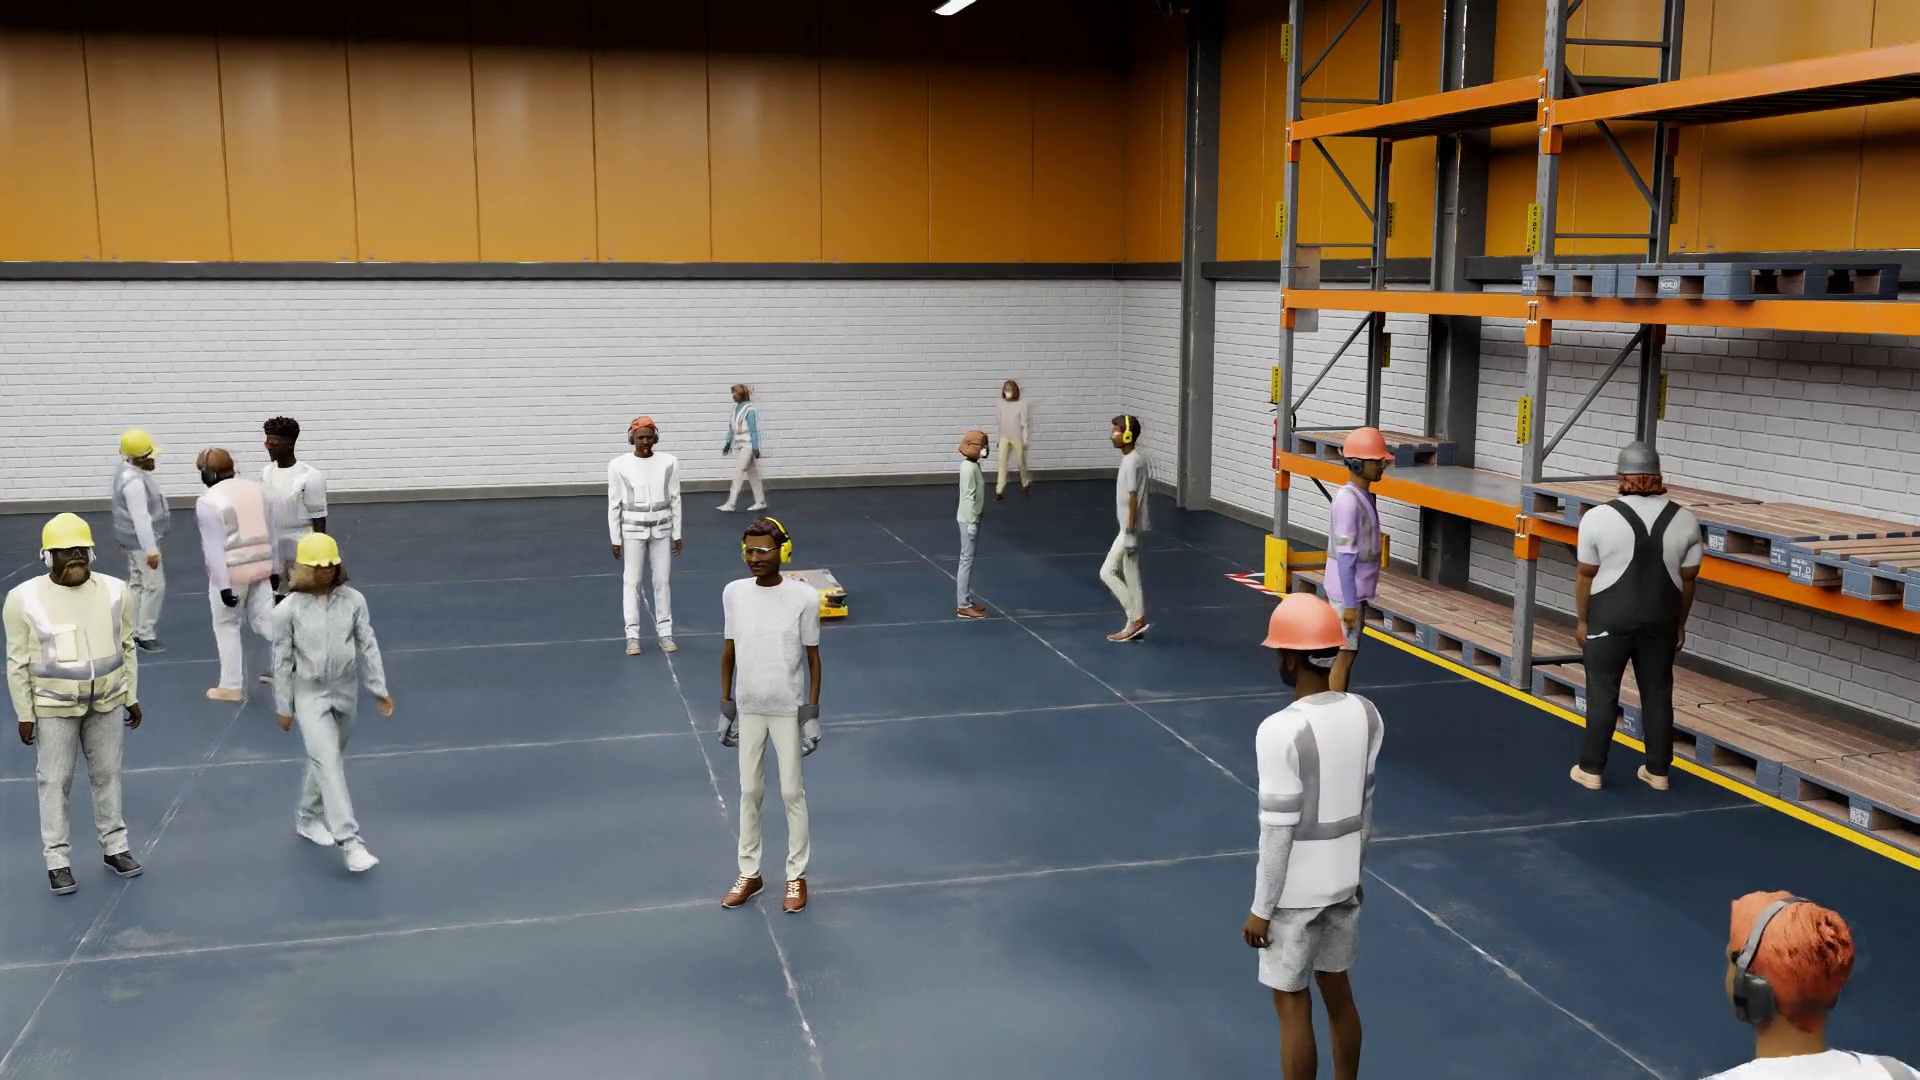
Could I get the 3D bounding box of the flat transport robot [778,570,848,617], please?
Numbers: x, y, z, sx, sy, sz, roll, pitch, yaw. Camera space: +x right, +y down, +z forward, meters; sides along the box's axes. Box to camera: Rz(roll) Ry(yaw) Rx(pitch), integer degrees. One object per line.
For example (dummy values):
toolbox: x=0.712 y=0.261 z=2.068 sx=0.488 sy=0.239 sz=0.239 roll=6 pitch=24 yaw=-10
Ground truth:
flat transport robot: x=-1.432 y=0.466 z=14.921 sx=0.652 sy=0.197 sz=1.431 roll=-2 pitch=9 yaw=-12

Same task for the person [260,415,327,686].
person: x=-4.855 y=0.077 z=12.072 sx=0.603 sy=1.967 sz=0.366 roll=4 pitch=10 yaw=26

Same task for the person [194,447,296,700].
person: x=-4.899 y=0.254 z=11.520 sx=0.792 sy=1.803 sz=0.647 roll=3 pitch=10 yaw=20

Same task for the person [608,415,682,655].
person: x=-2.471 y=-0.039 z=13.069 sx=0.569 sy=1.882 sz=0.338 roll=-4 pitch=10 yaw=-25

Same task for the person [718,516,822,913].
person: x=-0.895 y=0.816 z=7.796 sx=0.514 sy=1.861 sz=0.328 roll=2 pitch=9 yaw=12

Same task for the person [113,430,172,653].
person: x=-6.456 y=0.003 z=13.157 sx=0.404 sy=1.778 sz=0.739 roll=-5 pitch=11 yaw=-30

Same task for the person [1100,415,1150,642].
person: x=1.328 y=-0.081 z=13.395 sx=0.400 sy=1.855 sz=0.561 roll=2 pitch=9 yaw=11

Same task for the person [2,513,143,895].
person: x=-4.287 y=0.779 z=8.093 sx=0.404 sy=1.837 sz=0.590 roll=8 pitch=12 yaw=41

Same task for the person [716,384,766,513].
person: x=-2.768 y=-1.134 z=20.770 sx=0.817 sy=1.602 sz=0.515 roll=-5 pitch=10 yaw=-27

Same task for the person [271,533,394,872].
person: x=-3.190 y=0.794 z=8.429 sx=0.911 sy=1.691 sz=0.504 roll=8 pitch=12 yaw=39

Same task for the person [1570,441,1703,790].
person: x=3.887 y=0.426 z=9.661 sx=0.683 sy=2.000 sz=0.536 roll=0 pitch=9 yaw=3

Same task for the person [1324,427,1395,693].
person: x=2.465 y=0.318 z=10.325 sx=0.391 sy=2.045 sz=0.608 roll=3 pitch=10 yaw=21

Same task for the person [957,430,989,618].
person: x=0.113 y=-0.146 z=14.503 sx=0.282 sy=1.631 sz=0.504 roll=1 pitch=9 yaw=4

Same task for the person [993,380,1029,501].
person: x=0.714 y=-1.341 z=22.112 sx=0.505 sy=1.588 sz=0.857 roll=4 pitch=10 yaw=23

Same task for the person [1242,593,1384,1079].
person: x=1.145 y=1.134 z=5.575 sx=0.552 sy=1.932 sz=0.377 roll=-7 pitch=12 yaw=-38

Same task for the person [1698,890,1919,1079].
person: x=1.542 y=1.581 z=3.048 sx=0.573 sy=1.862 sz=0.740 roll=-3 pitch=9 yaw=-16
